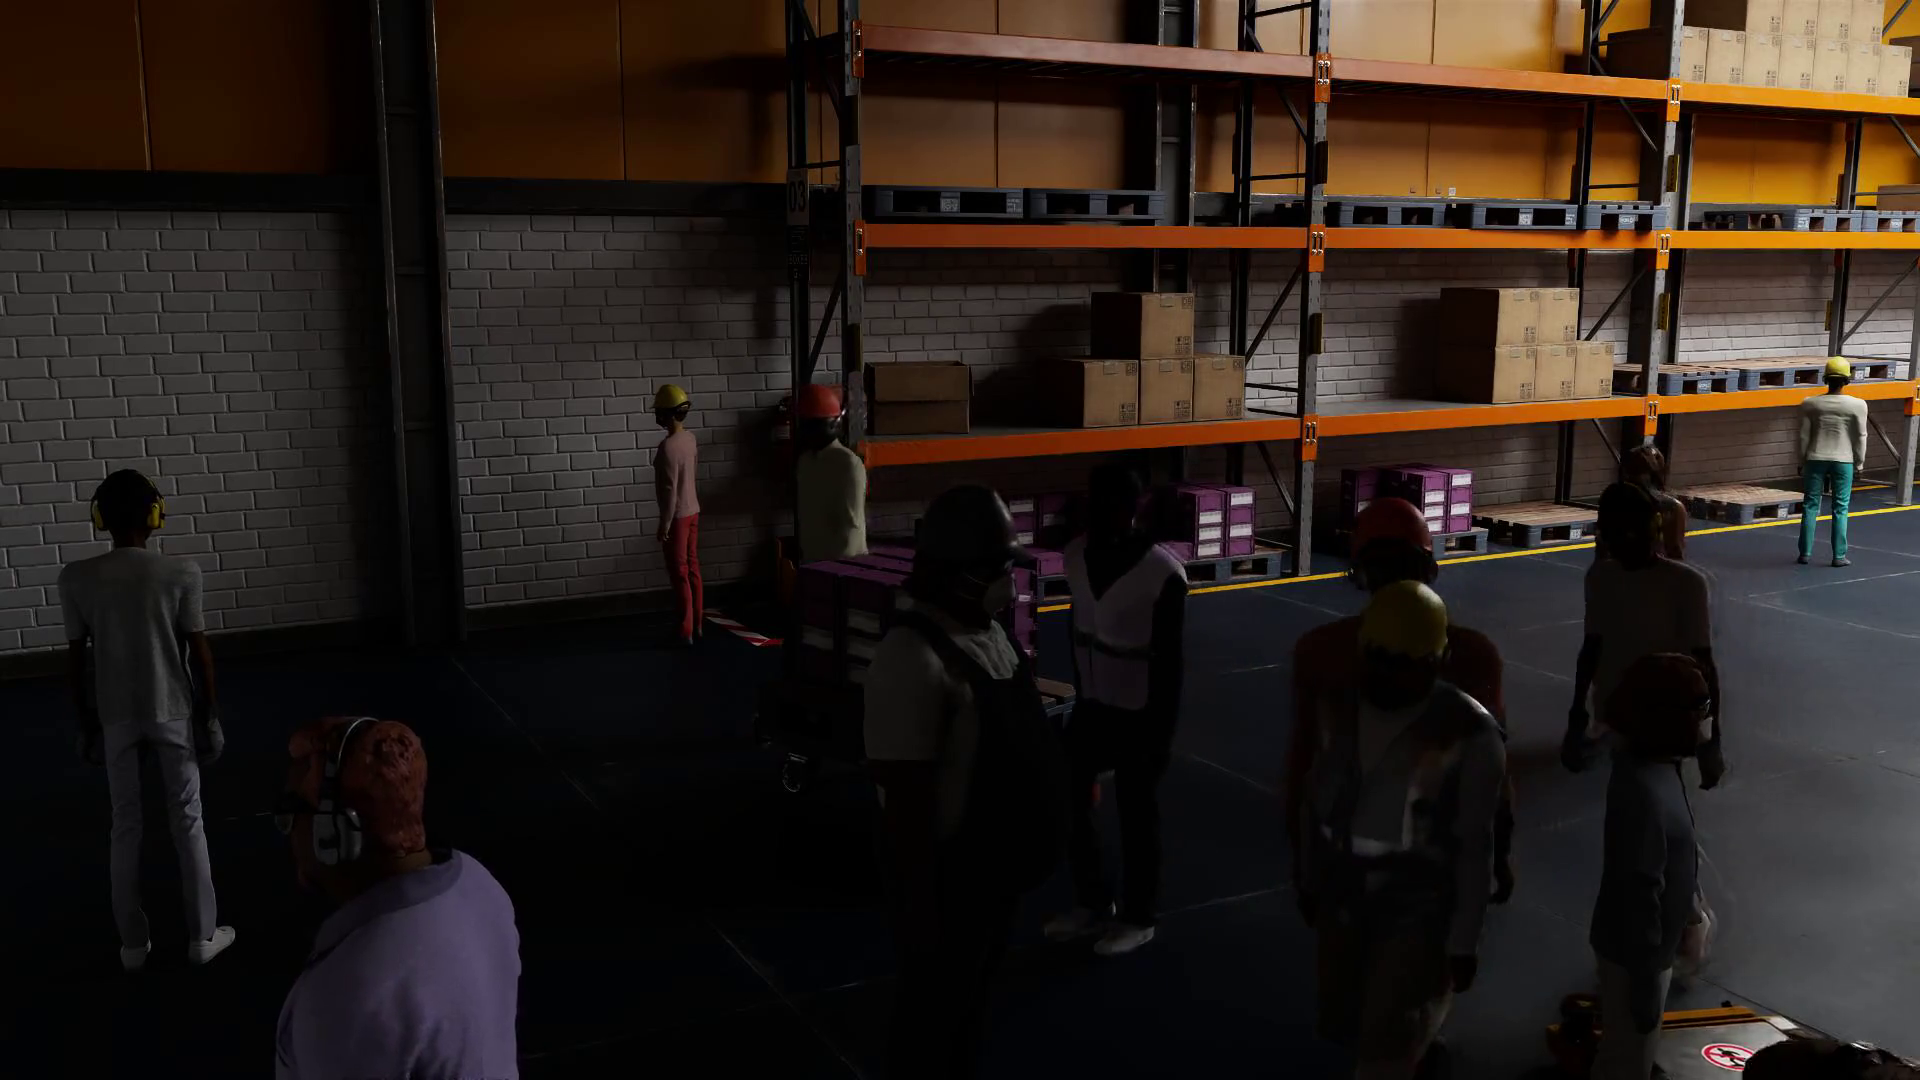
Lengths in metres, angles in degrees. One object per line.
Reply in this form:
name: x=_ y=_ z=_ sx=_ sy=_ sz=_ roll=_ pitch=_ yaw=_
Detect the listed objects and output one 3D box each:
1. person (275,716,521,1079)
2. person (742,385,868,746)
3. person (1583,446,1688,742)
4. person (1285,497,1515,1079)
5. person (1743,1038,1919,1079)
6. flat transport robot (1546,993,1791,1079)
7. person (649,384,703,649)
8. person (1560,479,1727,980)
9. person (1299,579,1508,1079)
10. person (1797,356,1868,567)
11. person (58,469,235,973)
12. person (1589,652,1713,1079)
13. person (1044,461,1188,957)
person: x=-0.943 y=1.224 z=2.849 sx=0.410 sy=1.894 sz=0.660 roll=0 pitch=10 yaw=-1
person: x=-0.681 y=0.131 z=8.981 sx=0.994 sy=1.949 sz=0.617 roll=-8 pitch=13 yaw=-39
person: x=3.558 y=0.308 z=8.843 sx=0.524 sy=1.617 sz=0.545 roll=-8 pitch=13 yaw=-38
person: x=1.194 y=0.872 z=4.697 sx=0.642 sy=1.954 sz=0.841 roll=7 pitch=12 yaw=35
person: x=1.007 y=1.436 z=1.901 sx=0.525 sy=1.793 sz=0.978 roll=-6 pitch=12 yaw=-31
flat transport robot: x=2.364 y=1.688 z=4.815 sx=0.652 sy=0.197 sz=1.431 roll=-2 pitch=10 yaw=-9
person: x=-1.911 y=-0.157 z=11.137 sx=0.311 sy=1.768 sz=0.533 roll=2 pitch=10 yaw=9
person: x=2.458 y=0.695 z=6.004 sx=0.404 sy=1.841 sz=0.555 roll=-5 pitch=11 yaw=-26
person: x=1.211 y=0.964 z=4.591 sx=0.623 sy=1.796 sz=0.608 roll=-8 pitch=13 yaw=-39
person: x=7.322 y=-0.655 z=13.993 sx=0.530 sy=1.772 sz=0.302 roll=7 pitch=12 yaw=36
person: x=-2.984 y=0.666 z=6.124 sx=0.507 sy=1.865 sz=0.329 roll=-2 pitch=10 yaw=-14
person: x=1.787 y=1.088 z=4.351 sx=0.275 sy=1.632 sz=0.507 roll=4 pitch=11 yaw=22
person: x=0.577 y=0.646 z=6.150 sx=0.557 sy=1.891 sz=0.619 roll=-9 pitch=13 yaw=-40
